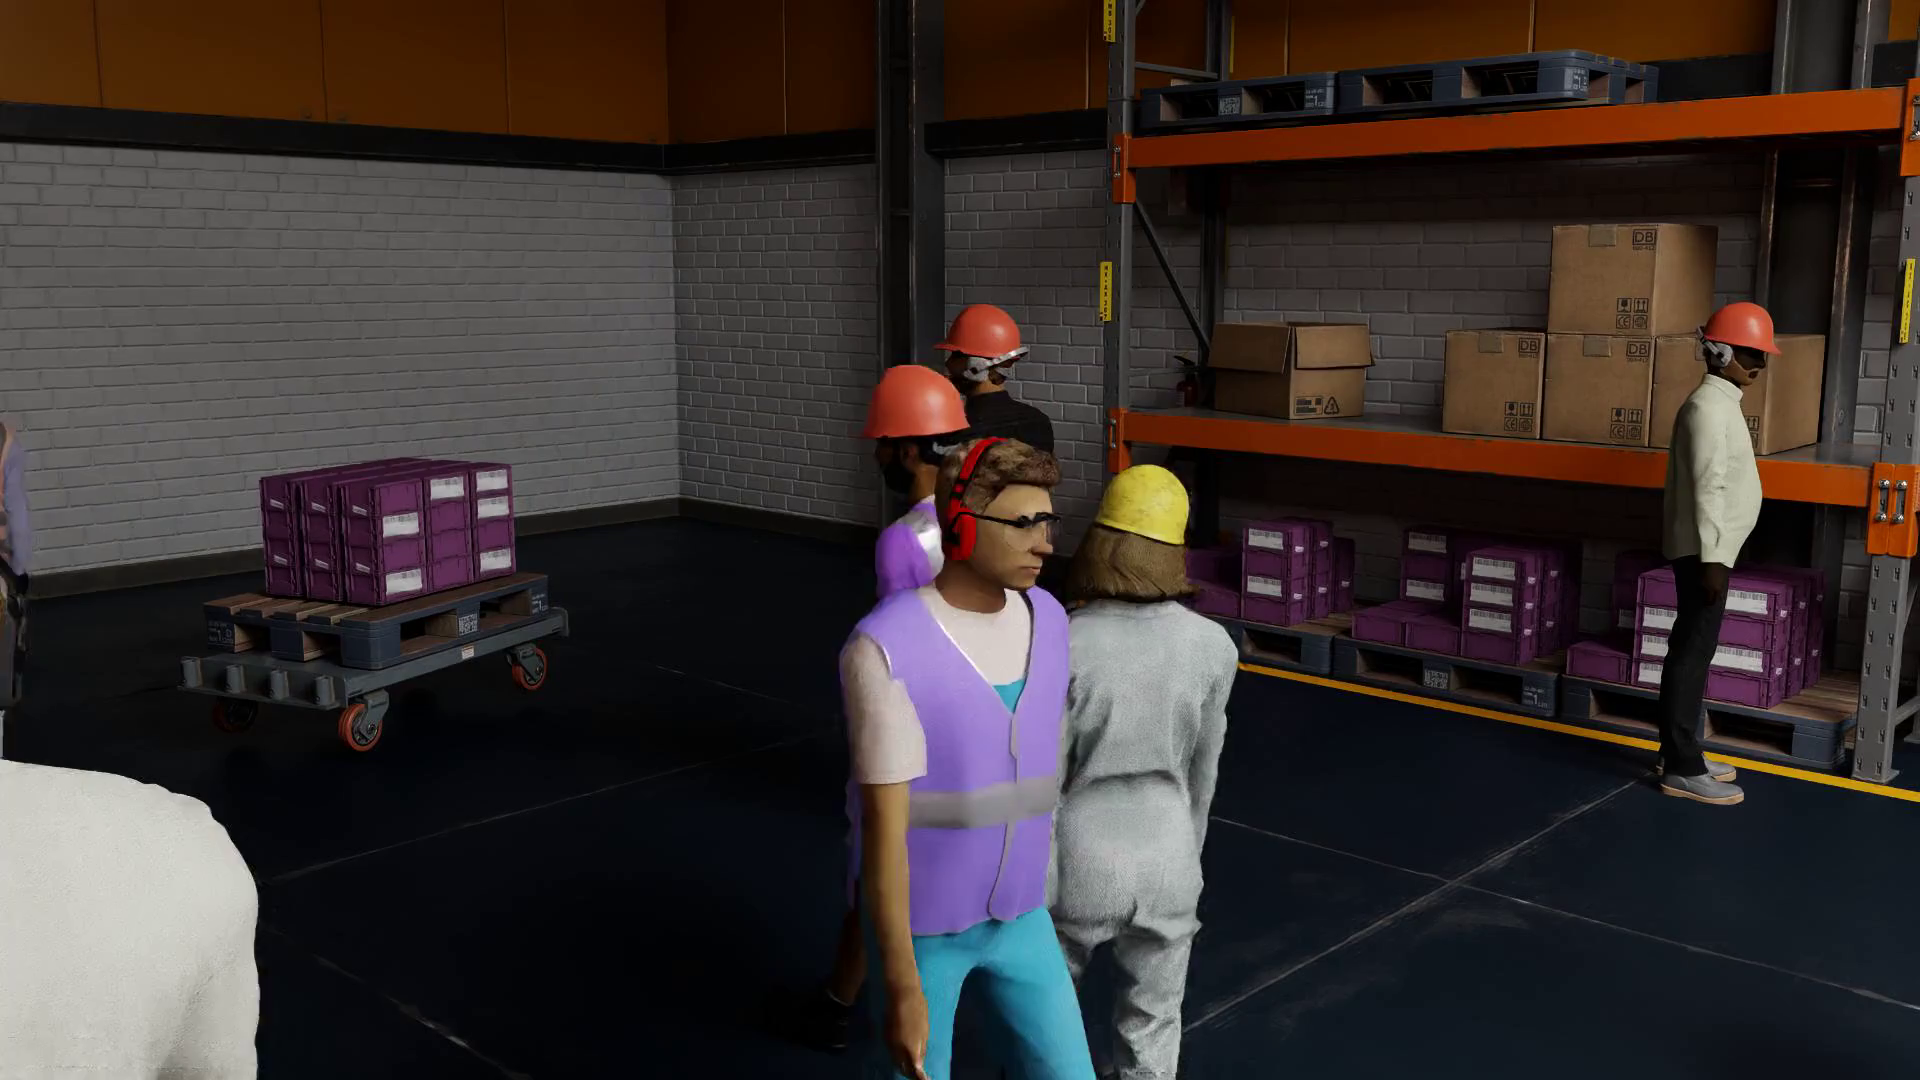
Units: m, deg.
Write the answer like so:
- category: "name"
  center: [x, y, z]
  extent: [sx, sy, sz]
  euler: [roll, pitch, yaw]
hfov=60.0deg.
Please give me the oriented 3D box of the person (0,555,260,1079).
- category: "person"
  center: [-0.945, 0.906, 1.609]
  extent: [0.504, 1.925, 0.645]
  euler: [7, 12, 37]

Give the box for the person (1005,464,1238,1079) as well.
- category: "person"
  center: [0.319, 0.703, 3.508]
  extent: [0.521, 1.719, 0.483]
  euler: [-2, 9, -12]

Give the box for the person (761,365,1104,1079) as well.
- category: "person"
  center: [-0.050, 0.493, 4.299]
  extent: [1.013, 1.885, 0.562]
  euler: [7, 11, 35]

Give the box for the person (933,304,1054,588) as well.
- category: "person"
  center: [0.090, 0.169, 5.909]
  extent: [0.375, 1.998, 0.610]
  euler: [7, 12, 37]

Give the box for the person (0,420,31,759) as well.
- category: "person"
  center: [-4.044, 0.144, 6.618]
  extent: [0.628, 1.821, 0.732]
  euler: [-6, 11, -34]

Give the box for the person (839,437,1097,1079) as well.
- category: "person"
  center: [0.039, 0.726, 3.034]
  extent: [0.590, 1.818, 0.632]
  euler: [-8, 12, -41]

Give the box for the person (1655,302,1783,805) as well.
- category: "person"
  center: [3.031, 0.046, 6.695]
  extent: [0.391, 1.986, 0.608]
  euler: [4, 10, 23]
